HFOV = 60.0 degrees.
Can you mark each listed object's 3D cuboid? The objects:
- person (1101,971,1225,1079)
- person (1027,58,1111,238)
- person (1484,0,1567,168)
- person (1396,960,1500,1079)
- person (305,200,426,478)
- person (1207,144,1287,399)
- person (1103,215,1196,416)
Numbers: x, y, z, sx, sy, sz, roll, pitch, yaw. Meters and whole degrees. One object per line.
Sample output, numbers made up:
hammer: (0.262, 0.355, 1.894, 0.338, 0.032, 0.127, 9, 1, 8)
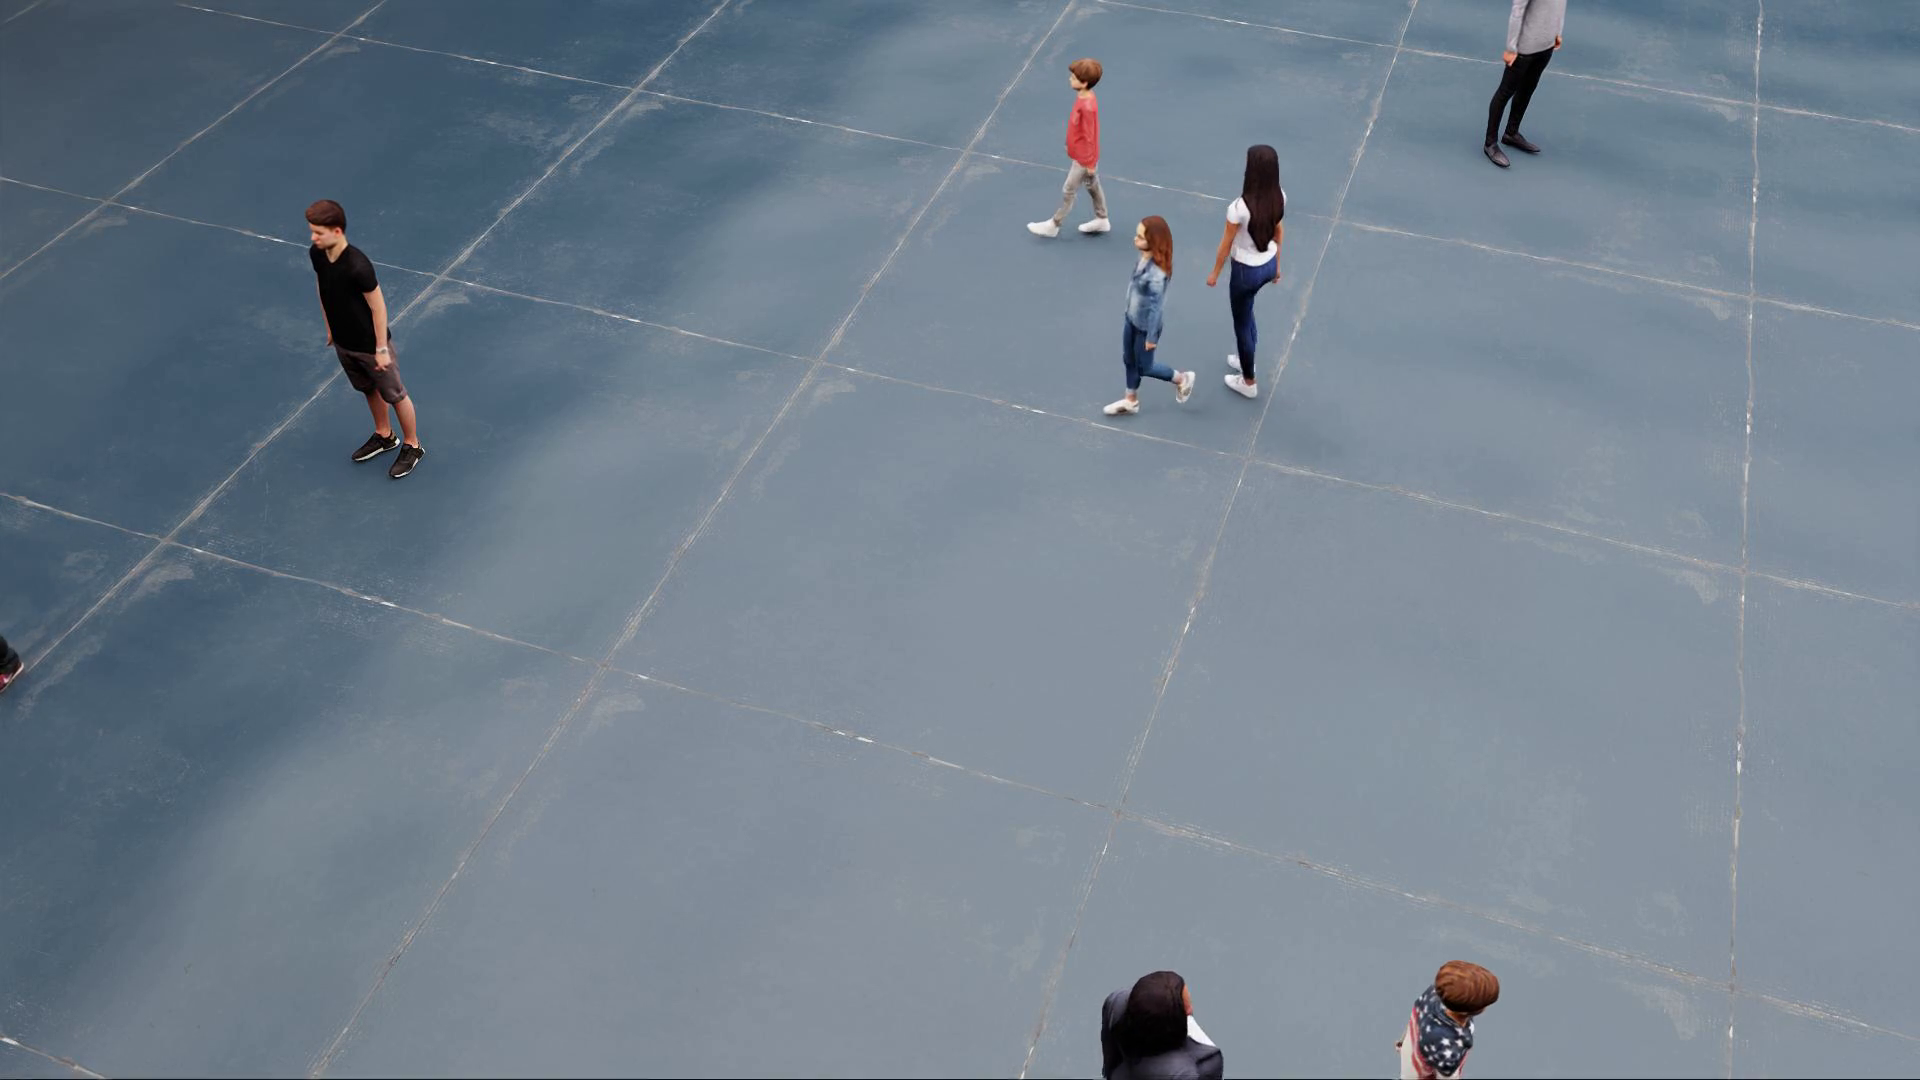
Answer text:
person: (0.724, 2.211, 6.548, 1.055, 1.576, 1.024, -22, 47, -22)
person: (0.974, -2.811, 12.061, 0.920, 1.393, 0.704, 1, 43, 1)
person: (4.401, -3.869, 12.806, 0.838, 1.923, 0.861, -24, 48, -24)
person: (1.825, 2.157, 6.736, 1.004, 1.400, 0.686, 4, 43, 4)
person: (-3.597, -1.234, 10.029, 0.590, 1.862, 0.773, 23, 48, 22)
person: (1.913, -1.628, 10.528, 0.709, 1.757, 0.756, -29, 50, -27)
person: (1.232, -1.389, 10.485, 0.917, 1.466, 0.802, -8, 44, -8)
